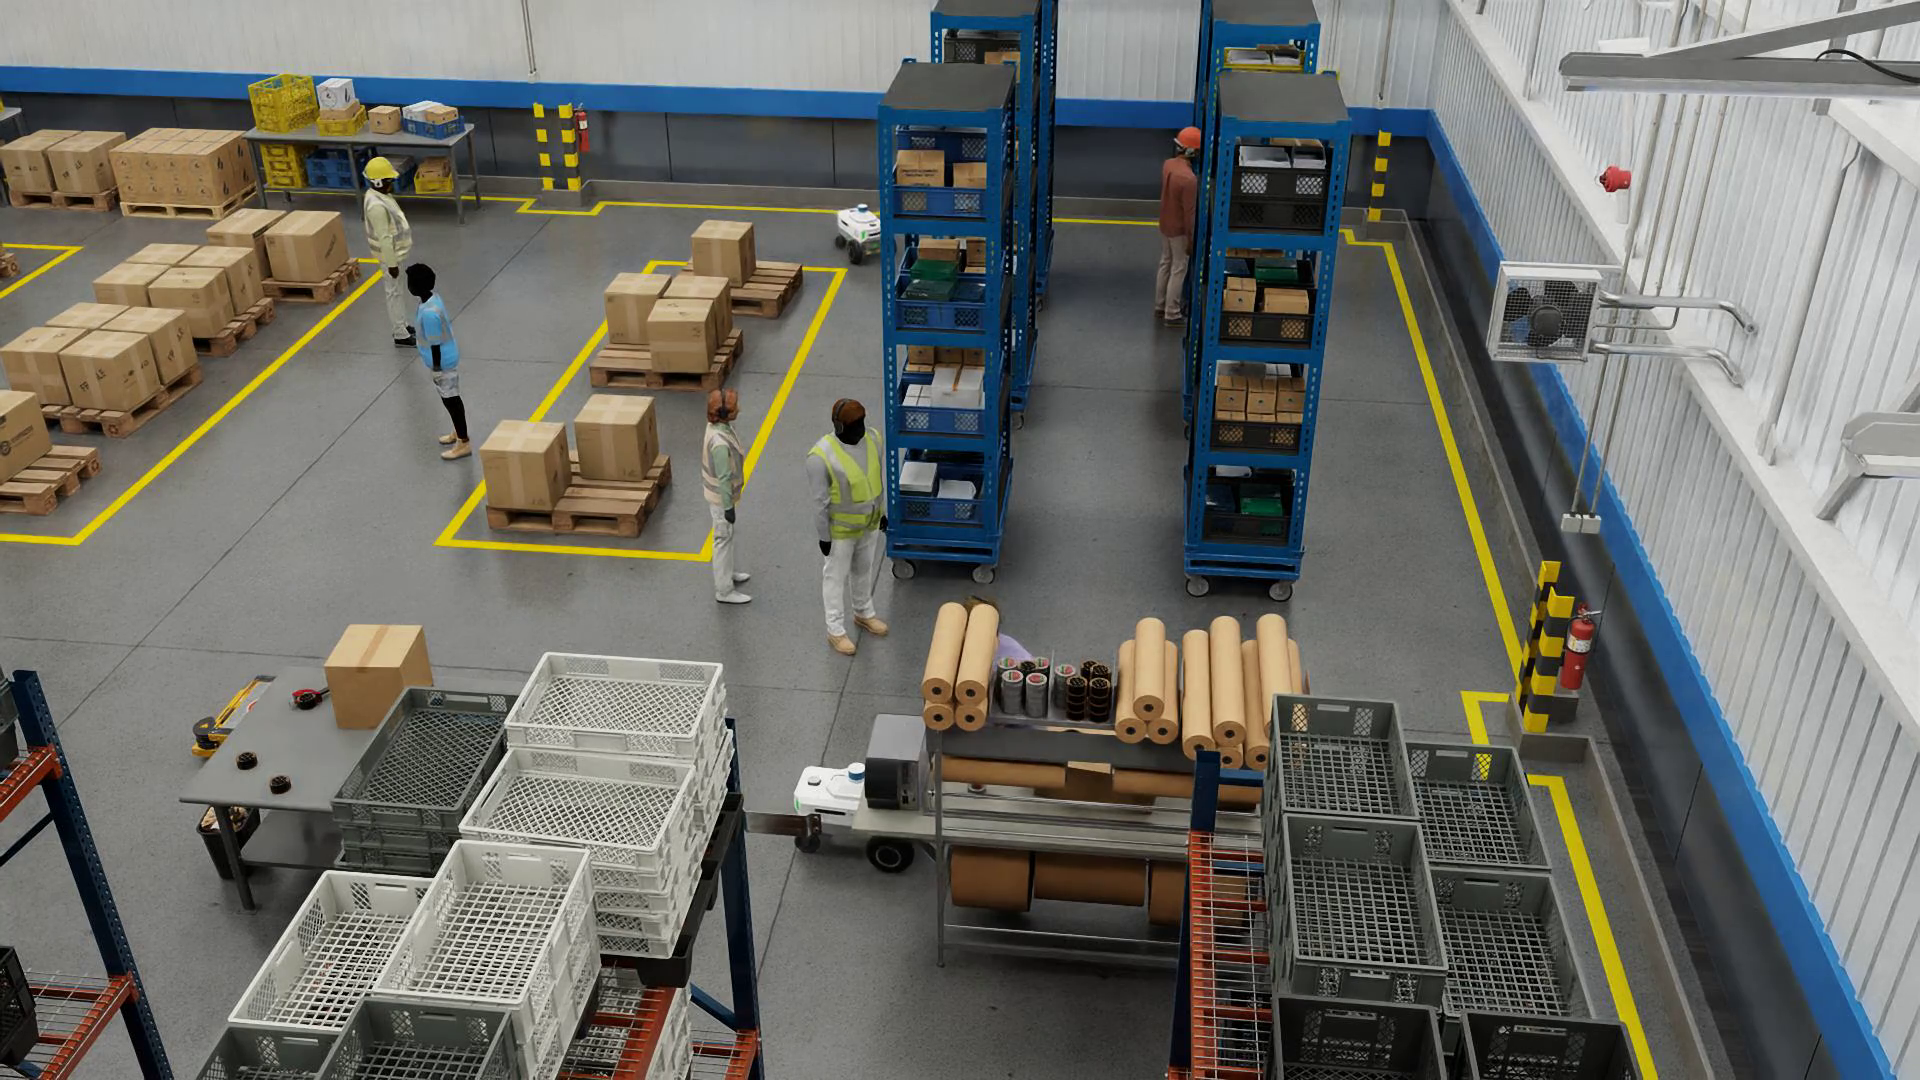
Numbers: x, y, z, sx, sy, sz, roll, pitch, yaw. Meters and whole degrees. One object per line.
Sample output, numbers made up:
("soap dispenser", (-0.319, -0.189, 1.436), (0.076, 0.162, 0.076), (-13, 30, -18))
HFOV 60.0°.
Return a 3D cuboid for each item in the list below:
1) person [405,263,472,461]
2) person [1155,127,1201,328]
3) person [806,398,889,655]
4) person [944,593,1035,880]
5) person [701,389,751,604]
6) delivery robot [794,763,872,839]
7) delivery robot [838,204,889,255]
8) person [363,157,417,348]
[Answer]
("person", (-4.324, -1.496, 13.817), (0.322, 1.691, 0.534), (-9, 31, -15))
("person", (2.145, -3.036, 16.178), (0.412, 1.981, 0.625), (-10, 32, -16))
("person", (-0.727, -0.116, 11.294), (0.429, 1.845, 0.621), (25, 38, 36))
("person", (0.125, 1.103, 9.121), (0.639, 1.931, 0.384), (18, 35, 28))
("person", (-1.671, -0.320, 11.854), (0.317, 1.632, 0.519), (-5, 31, -8))
("delivery robot", (-0.596, 1.516, 9.672), (0.707, 0.478, 0.477), (5, 31, 9))
("delivery robot", (-1.056, -3.415, 18.142), (0.477, 0.478, 0.707), (-14, 33, -23))
("person", (-5.394, -2.741, 15.813), (0.404, 1.829, 0.600), (-9, 31, -15))
